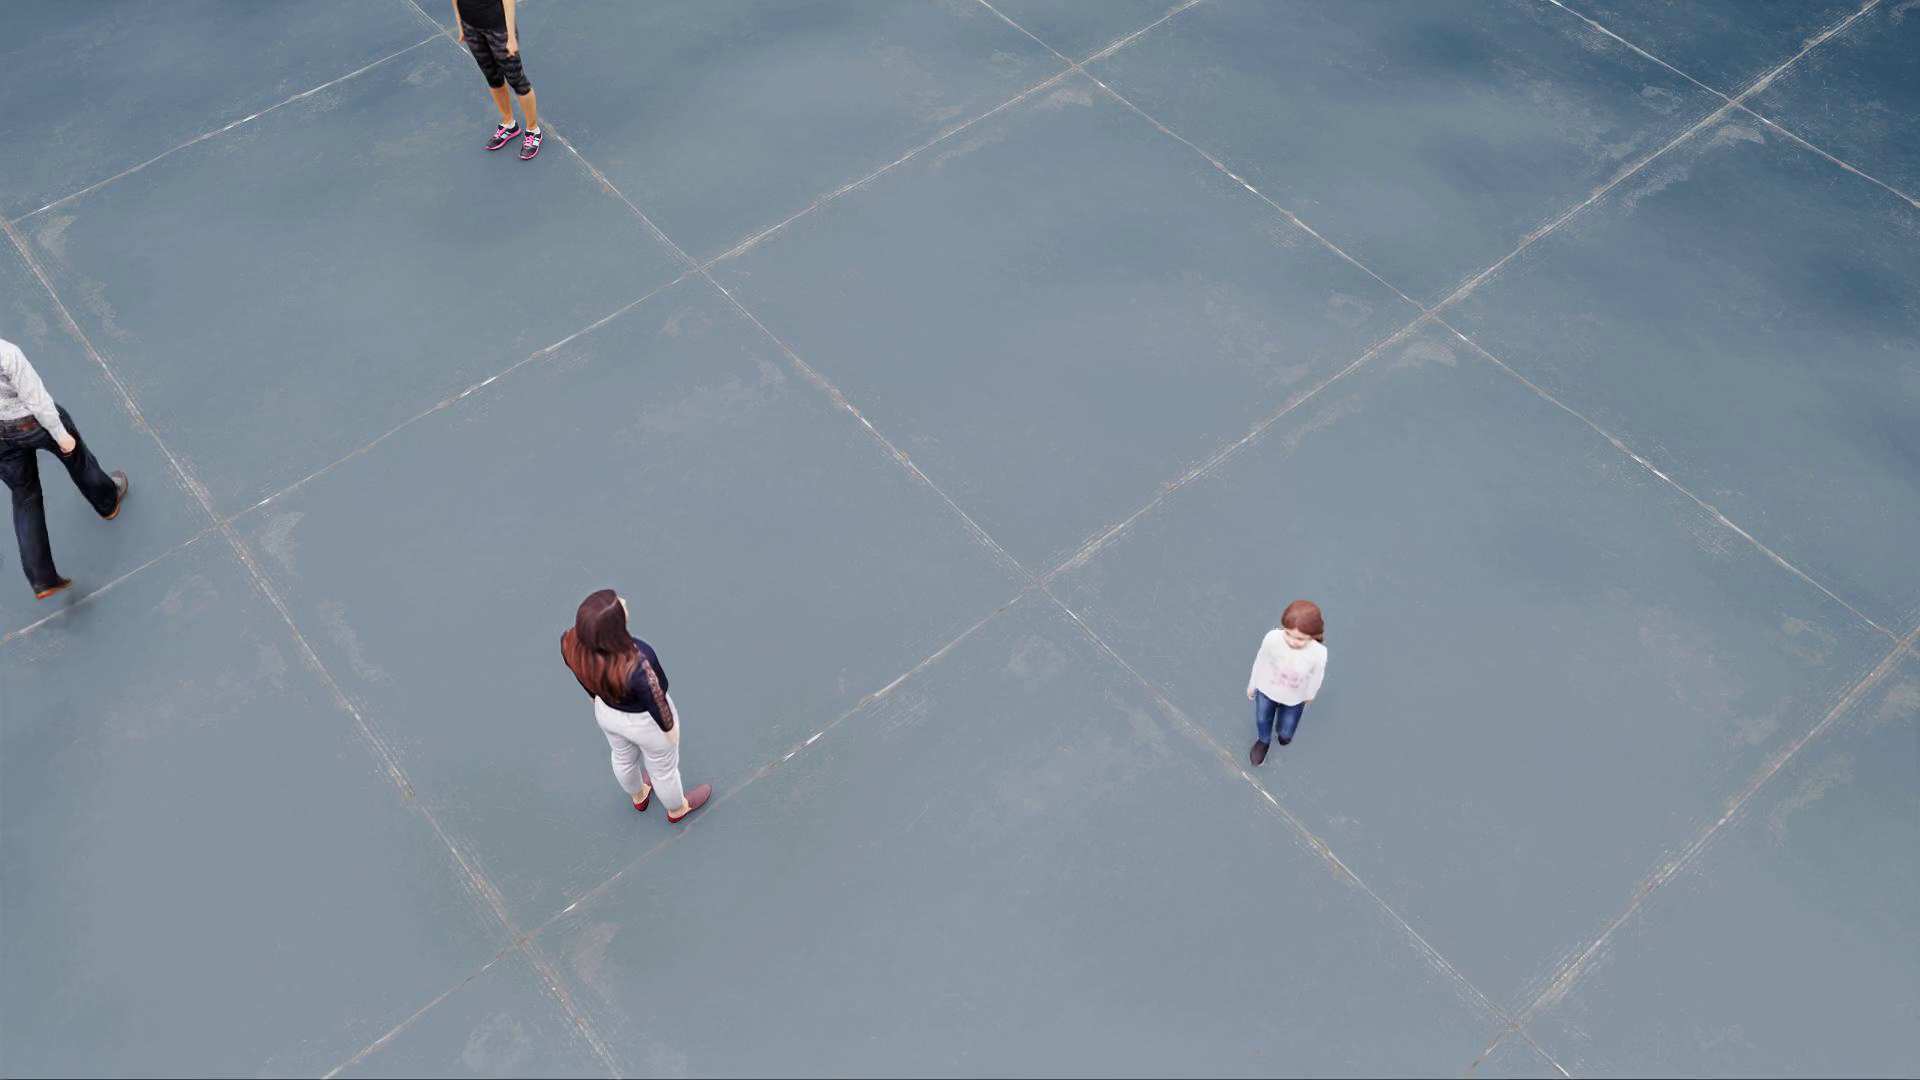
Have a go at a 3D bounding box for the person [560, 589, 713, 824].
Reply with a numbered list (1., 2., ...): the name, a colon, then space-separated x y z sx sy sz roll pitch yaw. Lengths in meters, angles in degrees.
1. person: -1.360 0.708 6.976 0.674 1.608 0.671 21 55 16

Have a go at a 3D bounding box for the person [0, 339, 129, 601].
1. person: -4.433 -0.472 7.775 1.193 1.791 1.169 -3 52 -2

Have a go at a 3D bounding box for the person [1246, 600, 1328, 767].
1. person: 1.450 0.606 7.376 0.532 1.103 0.599 22 55 16

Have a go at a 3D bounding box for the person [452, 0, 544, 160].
1. person: -2.765 -3.041 9.803 0.653 1.730 0.671 19 55 14
